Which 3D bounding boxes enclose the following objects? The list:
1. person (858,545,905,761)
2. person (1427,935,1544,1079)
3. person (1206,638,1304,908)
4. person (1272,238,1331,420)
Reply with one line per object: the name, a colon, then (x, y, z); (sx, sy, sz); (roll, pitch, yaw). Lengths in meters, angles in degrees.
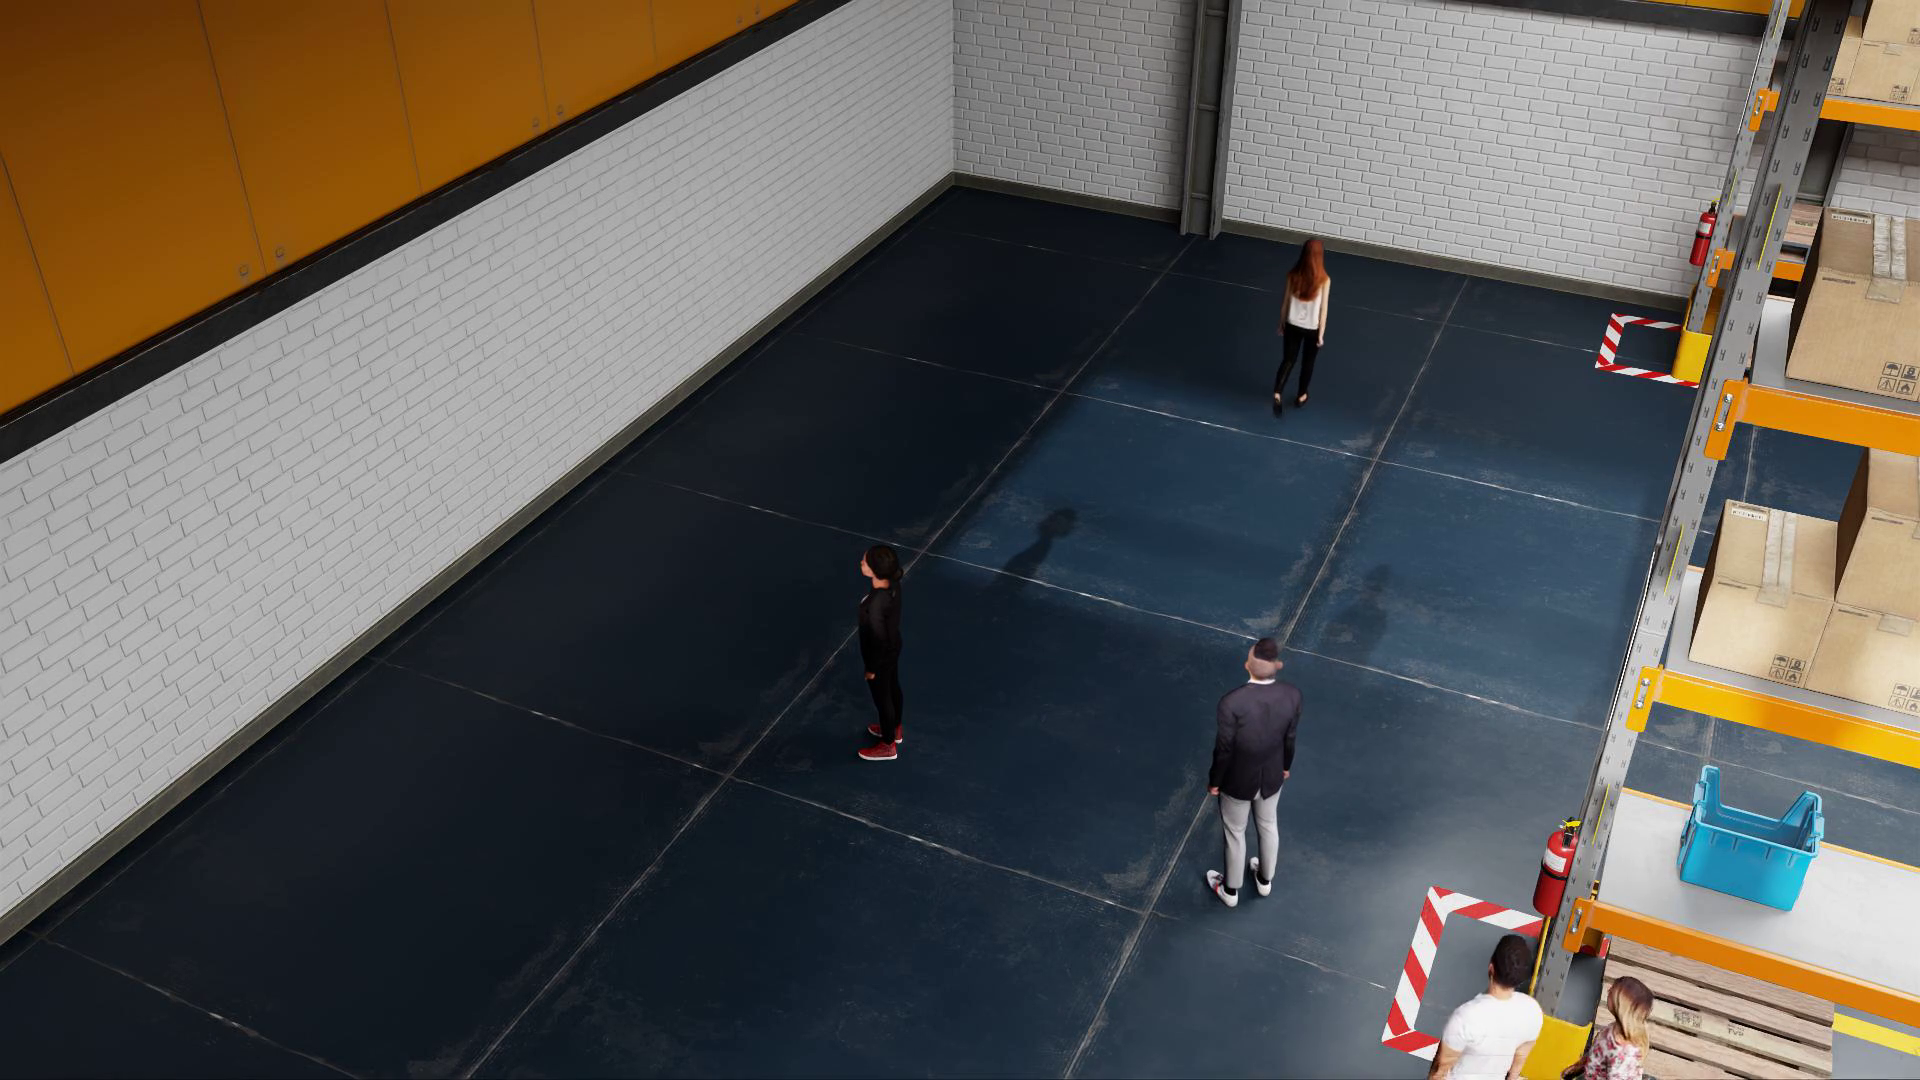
person: (-0.507, 0.734, 11.043); (0.601, 1.675, 0.635); (8, 34, 11)
person: (2.471, 2.702, 7.948); (1.097, 1.825, 1.172); (-14, 36, -19)
person: (1.739, 1.357, 9.854); (0.773, 1.954, 0.846); (-10, 35, -15)
person: (3.058, -1.874, 14.941); (0.913, 1.704, 0.663); (17, 37, 23)
